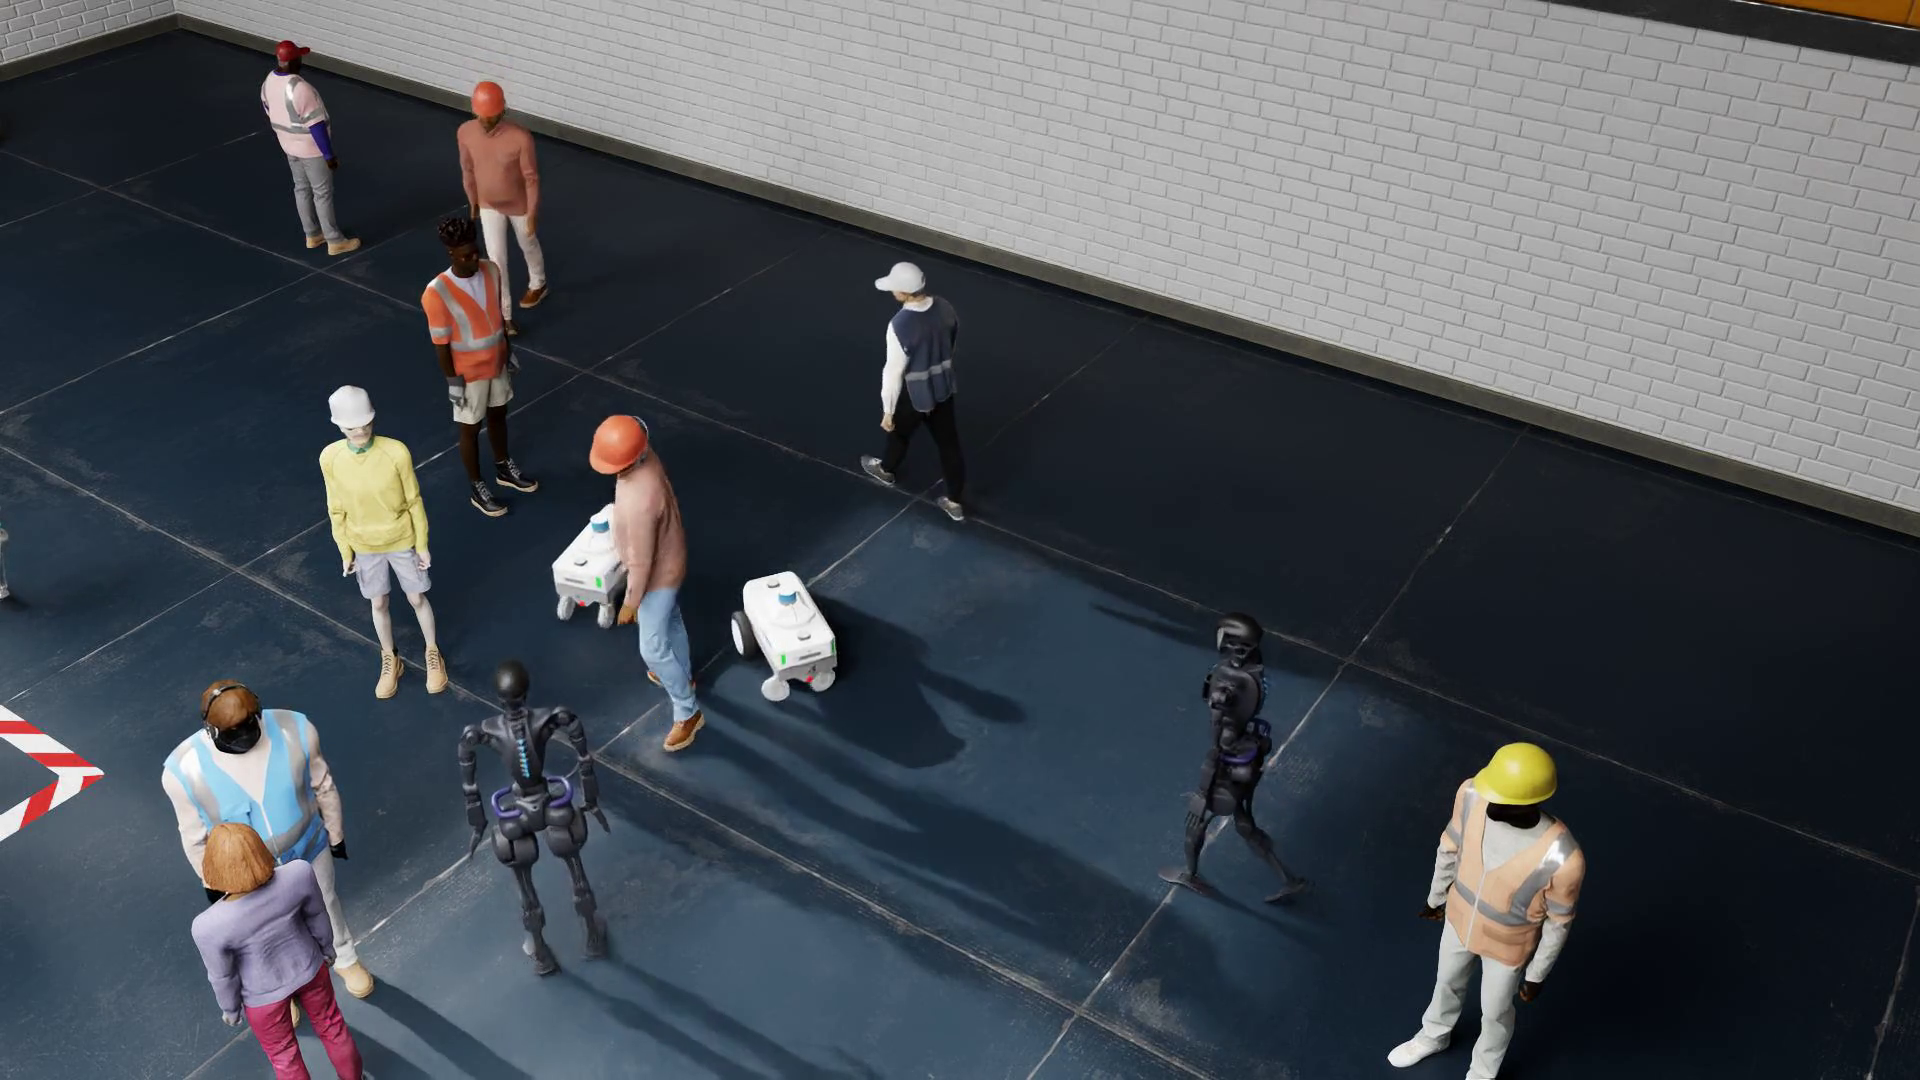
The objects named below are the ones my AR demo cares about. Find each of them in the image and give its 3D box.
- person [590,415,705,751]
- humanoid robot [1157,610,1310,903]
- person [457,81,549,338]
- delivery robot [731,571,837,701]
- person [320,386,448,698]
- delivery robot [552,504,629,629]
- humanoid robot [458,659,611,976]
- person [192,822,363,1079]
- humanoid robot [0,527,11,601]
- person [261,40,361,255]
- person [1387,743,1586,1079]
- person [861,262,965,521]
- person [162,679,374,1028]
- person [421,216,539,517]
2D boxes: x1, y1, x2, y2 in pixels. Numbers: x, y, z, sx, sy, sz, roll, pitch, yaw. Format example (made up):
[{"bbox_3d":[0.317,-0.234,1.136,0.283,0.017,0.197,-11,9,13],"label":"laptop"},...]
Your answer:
[{"bbox_3d":[-1.607,0.159,8.568,0.420,1.956,0.801,-5,35,-7],"label":"person"},{"bbox_3d":[1.294,1.045,7.565,0.672,1.631,0.606,17,39,23],"label":"humanoid robot"},{"bbox_3d":[-3.398,-2.512,12.405,0.622,1.940,0.962,2,35,3],"label":"person"},{"bbox_3d":[-0.968,0.502,9.287,0.522,0.584,0.751,-14,37,-19],"label":"delivery robot"},{"bbox_3d":[-3.064,0.007,8.839,0.485,1.892,0.374,-5,35,-7],"label":"person"},{"bbox_3d":[-2.092,0.111,9.869,0.499,0.610,0.808,11,36,15],"label":"delivery robot"},{"bbox_3d":[-1.858,1.218,7.284,0.608,1.655,0.310,-12,37,-17],"label":"humanoid robot"},{"bbox_3d":[-2.693,1.738,6.587,0.281,1.632,0.499,26,43,32],"label":"person"},{"bbox_3d":[-5.802,-0.333,9.473,0.910,1.769,0.543,27,43,33],"label":"humanoid robot"},{"bbox_3d":[-5.298,-3.192,13.530,0.617,1.752,0.419,22,40,28],"label":"person"},{"bbox_3d":[2.097,1.543,6.615,0.370,1.922,0.592,-23,41,-29],"label":"person"},{"bbox_3d":[-0.273,-0.987,10.415,0.761,1.703,0.931,-24,42,-30],"label":"person"},{"bbox_3d":[-2.897,1.320,7.017,0.625,1.837,0.431,-21,40,-27],"label":"person"},{"bbox_3d":[-2.989,-1.096,10.351,0.372,1.966,0.602,18,39,24],"label":"person"}]
